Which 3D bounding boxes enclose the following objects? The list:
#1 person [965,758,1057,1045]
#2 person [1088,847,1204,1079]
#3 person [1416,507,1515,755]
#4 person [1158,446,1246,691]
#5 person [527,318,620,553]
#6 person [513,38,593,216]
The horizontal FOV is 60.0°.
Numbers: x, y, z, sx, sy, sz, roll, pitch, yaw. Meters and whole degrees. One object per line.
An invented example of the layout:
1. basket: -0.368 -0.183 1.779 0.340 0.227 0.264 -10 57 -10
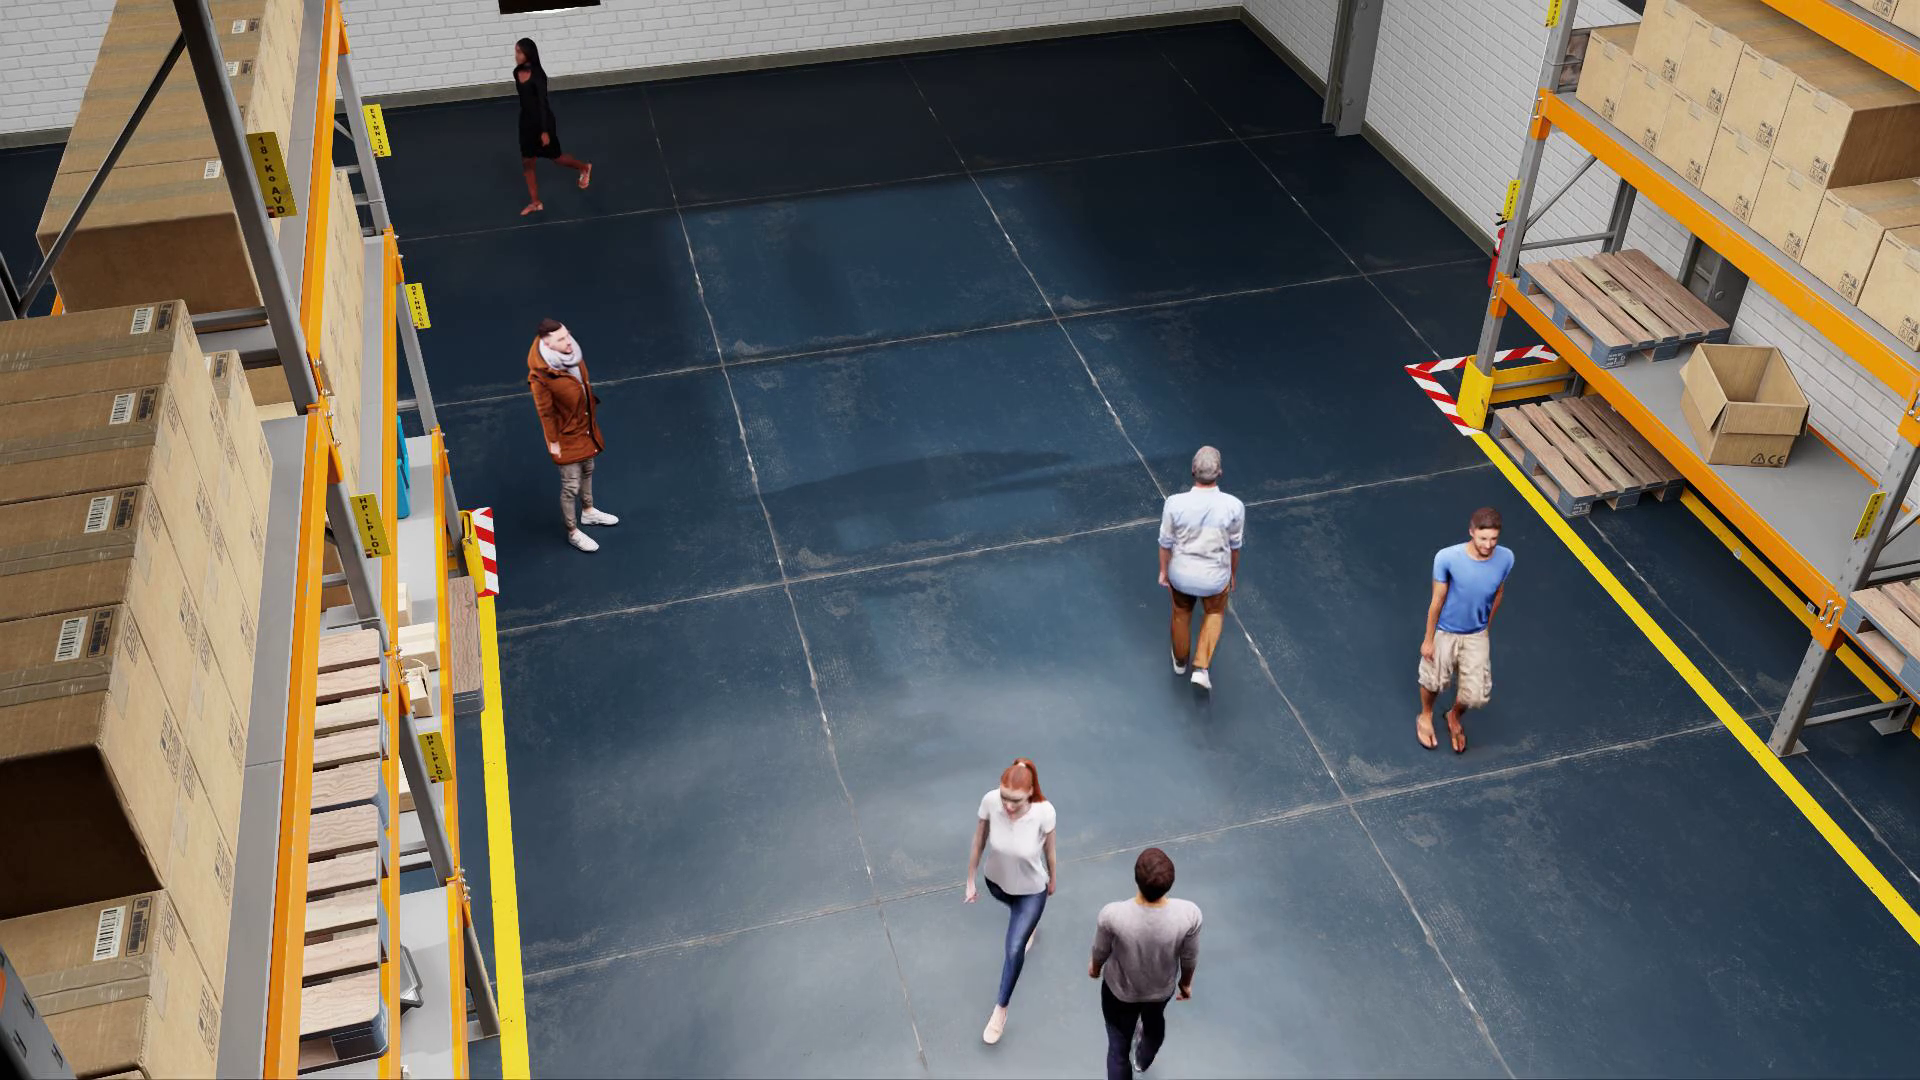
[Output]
1. person: 0.323 1.752 8.836 1.030 1.688 1.200 13 41 16
2. person: 0.888 2.179 8.182 0.742 1.836 0.886 -4 39 -5
3. person: 3.054 0.493 10.283 0.742 1.849 0.773 3 39 3
4. person: 1.533 0.241 10.629 0.893 1.811 0.993 7 39 9
5. person: -2.788 -0.778 11.883 0.907 1.839 0.824 11 40 13
6. person: -3.988 -4.002 16.034 1.105 1.697 1.083 26 46 29
